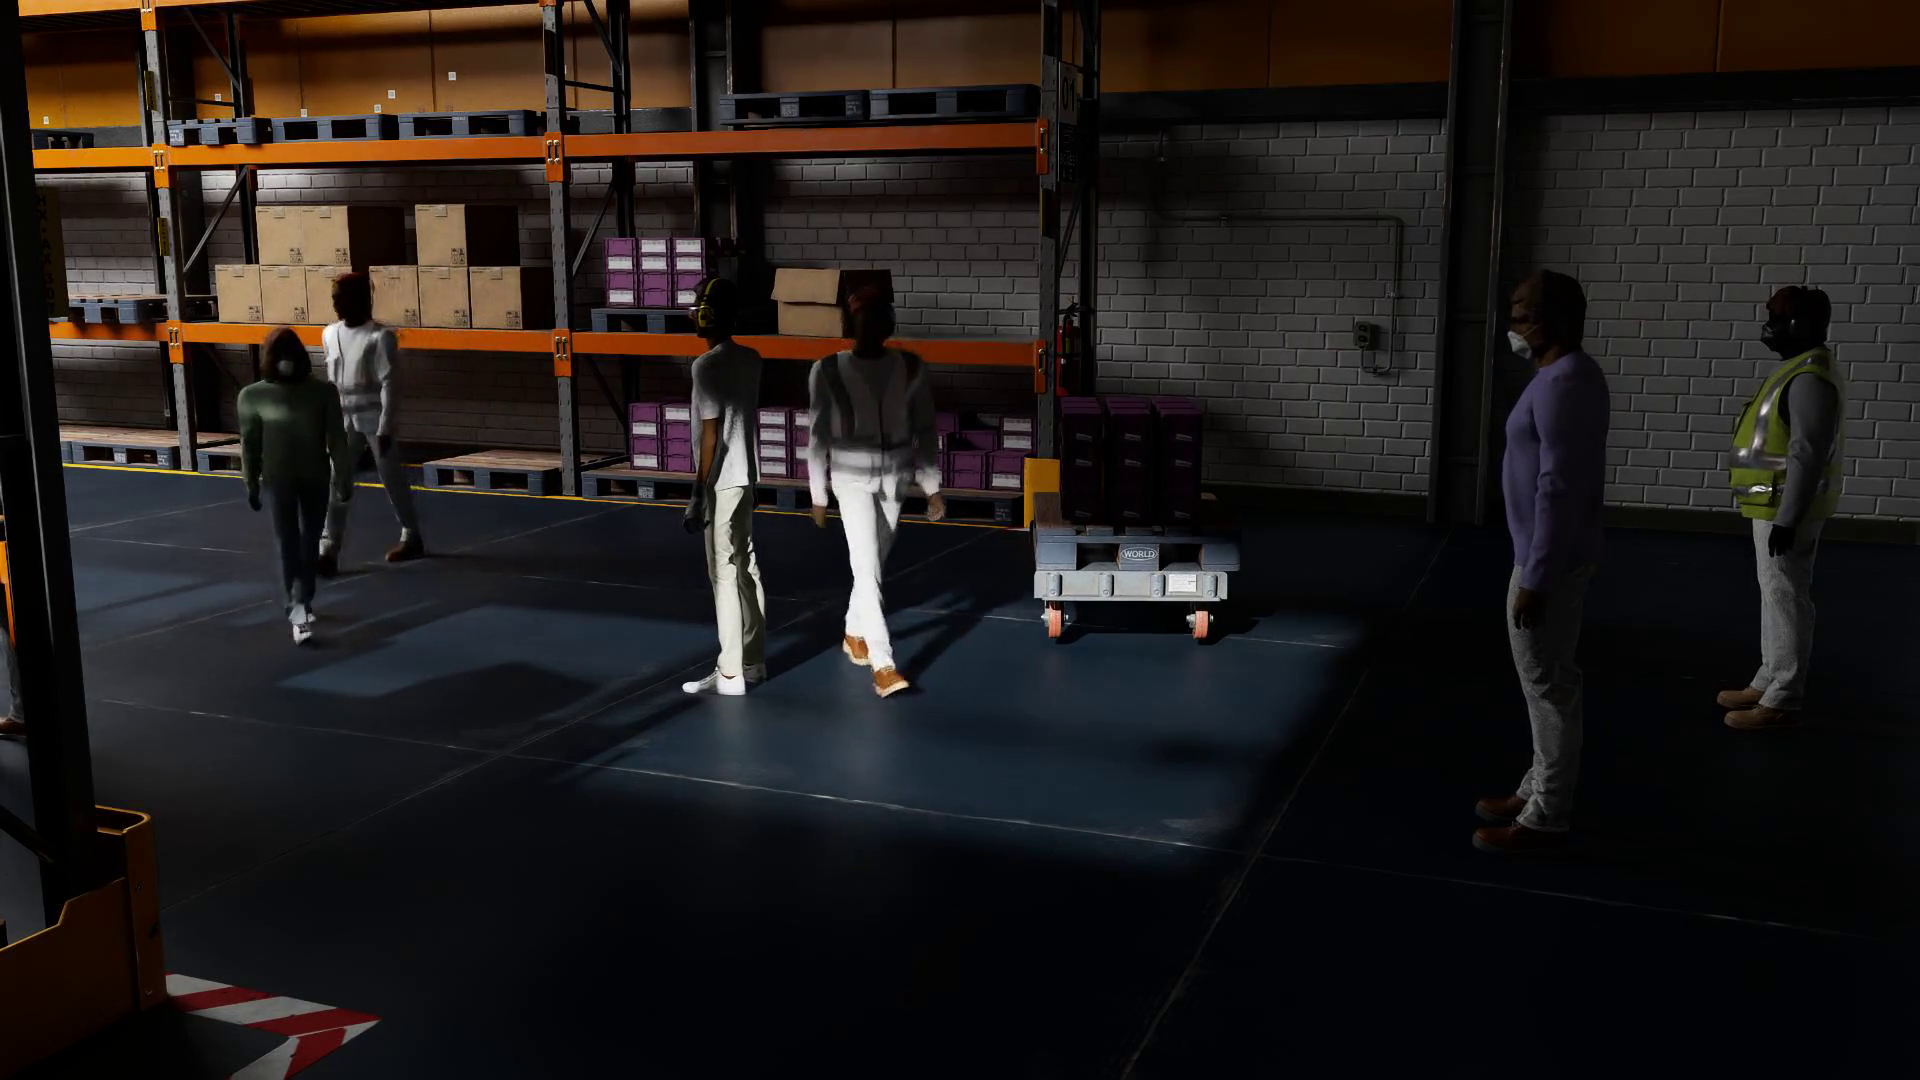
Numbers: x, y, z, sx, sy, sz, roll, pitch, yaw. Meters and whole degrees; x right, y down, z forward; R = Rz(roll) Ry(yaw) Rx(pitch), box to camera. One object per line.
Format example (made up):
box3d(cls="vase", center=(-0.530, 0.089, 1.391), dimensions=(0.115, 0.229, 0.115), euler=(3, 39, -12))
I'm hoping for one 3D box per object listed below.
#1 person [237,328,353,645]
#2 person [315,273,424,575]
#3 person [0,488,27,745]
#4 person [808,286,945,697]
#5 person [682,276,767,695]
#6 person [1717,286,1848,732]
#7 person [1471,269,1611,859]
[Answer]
box3d(cls="person", center=(-3.414, -0.294, 8.566), dimensions=(0.502, 1.587, 0.845), euler=(-6, 12, -32))
box3d(cls="person", center=(-3.687, -0.719, 10.256), dimensions=(0.598, 1.832, 0.980), euler=(4, 11, 22))
box3d(cls="person", center=(-3.886, -0.094, 6.482), dimensions=(0.373, 1.935, 0.627), euler=(4, 11, 21))
box3d(cls="person", center=(-0.402, -0.247, 7.653), dimensions=(0.570, 1.829, 1.027), euler=(-4, 11, -23))
box3d(cls="person", center=(-1.066, -0.235, 7.446), dimensions=(0.329, 1.873, 0.514), euler=(4, 11, 21))
box3d(cls="person", center=(3.416, -0.126, 6.919), dimensions=(0.429, 1.845, 0.622), euler=(4, 11, 21))
box3d(cls="person", center=(1.929, 0.085, 5.489), dimensions=(0.373, 1.935, 0.627), euler=(4, 11, 21))
